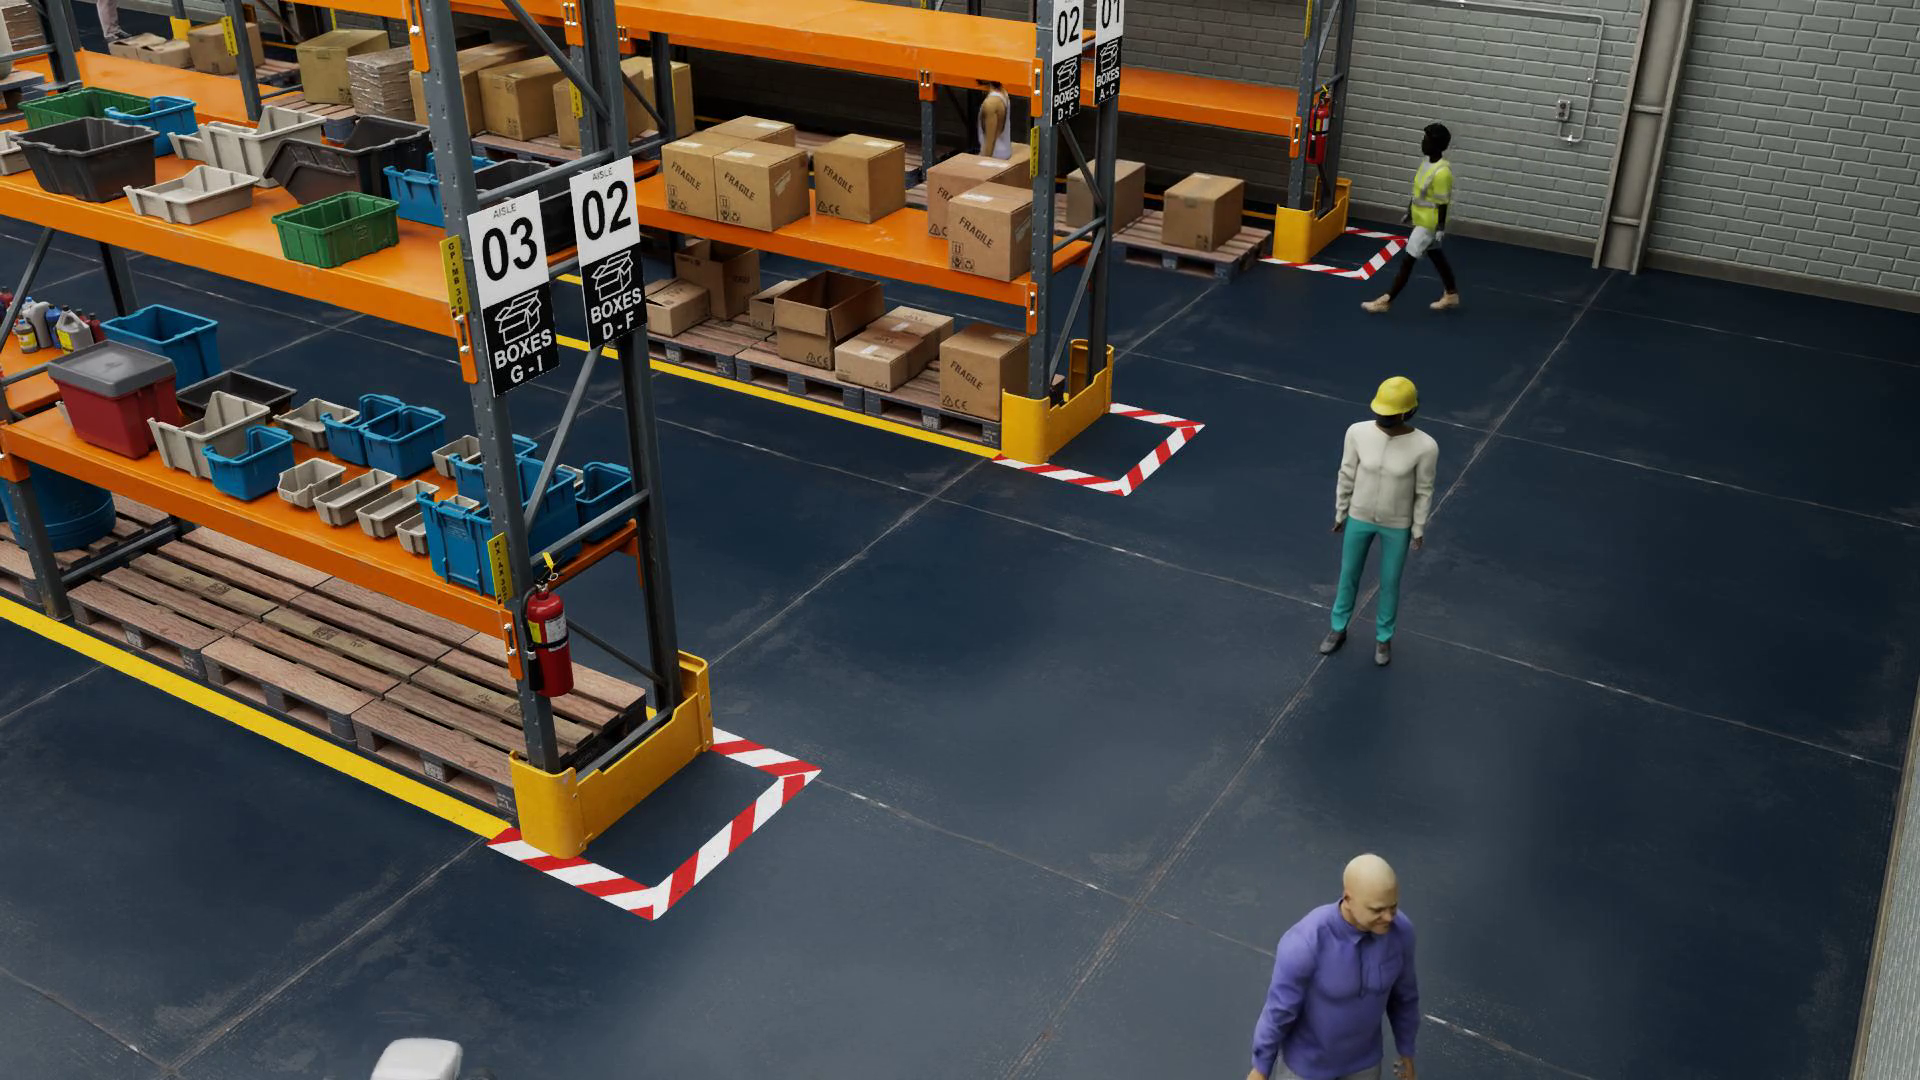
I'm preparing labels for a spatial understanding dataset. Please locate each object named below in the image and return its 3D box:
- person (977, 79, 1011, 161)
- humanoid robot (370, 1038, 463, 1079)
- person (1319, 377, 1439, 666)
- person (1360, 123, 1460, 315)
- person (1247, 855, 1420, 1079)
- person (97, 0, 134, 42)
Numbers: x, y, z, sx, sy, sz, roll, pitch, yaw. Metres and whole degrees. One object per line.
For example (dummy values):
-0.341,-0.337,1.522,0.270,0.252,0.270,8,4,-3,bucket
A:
0.284,-3.519,15.333,0.380,1.849,0.565,8,30,13,person
-1.581,2.123,5.341,0.549,1.778,0.857,-3,29,-5,humanoid robot
2.347,-0.107,9.289,0.525,1.765,0.326,13,32,21,person
3.937,-2.704,14.064,0.885,1.645,0.543,1,29,1,person
1.295,1.805,5.833,0.617,1.793,0.414,-9,30,-16,person
-11.990,-7.922,23.229,0.391,1.845,0.562,1,29,1,person
